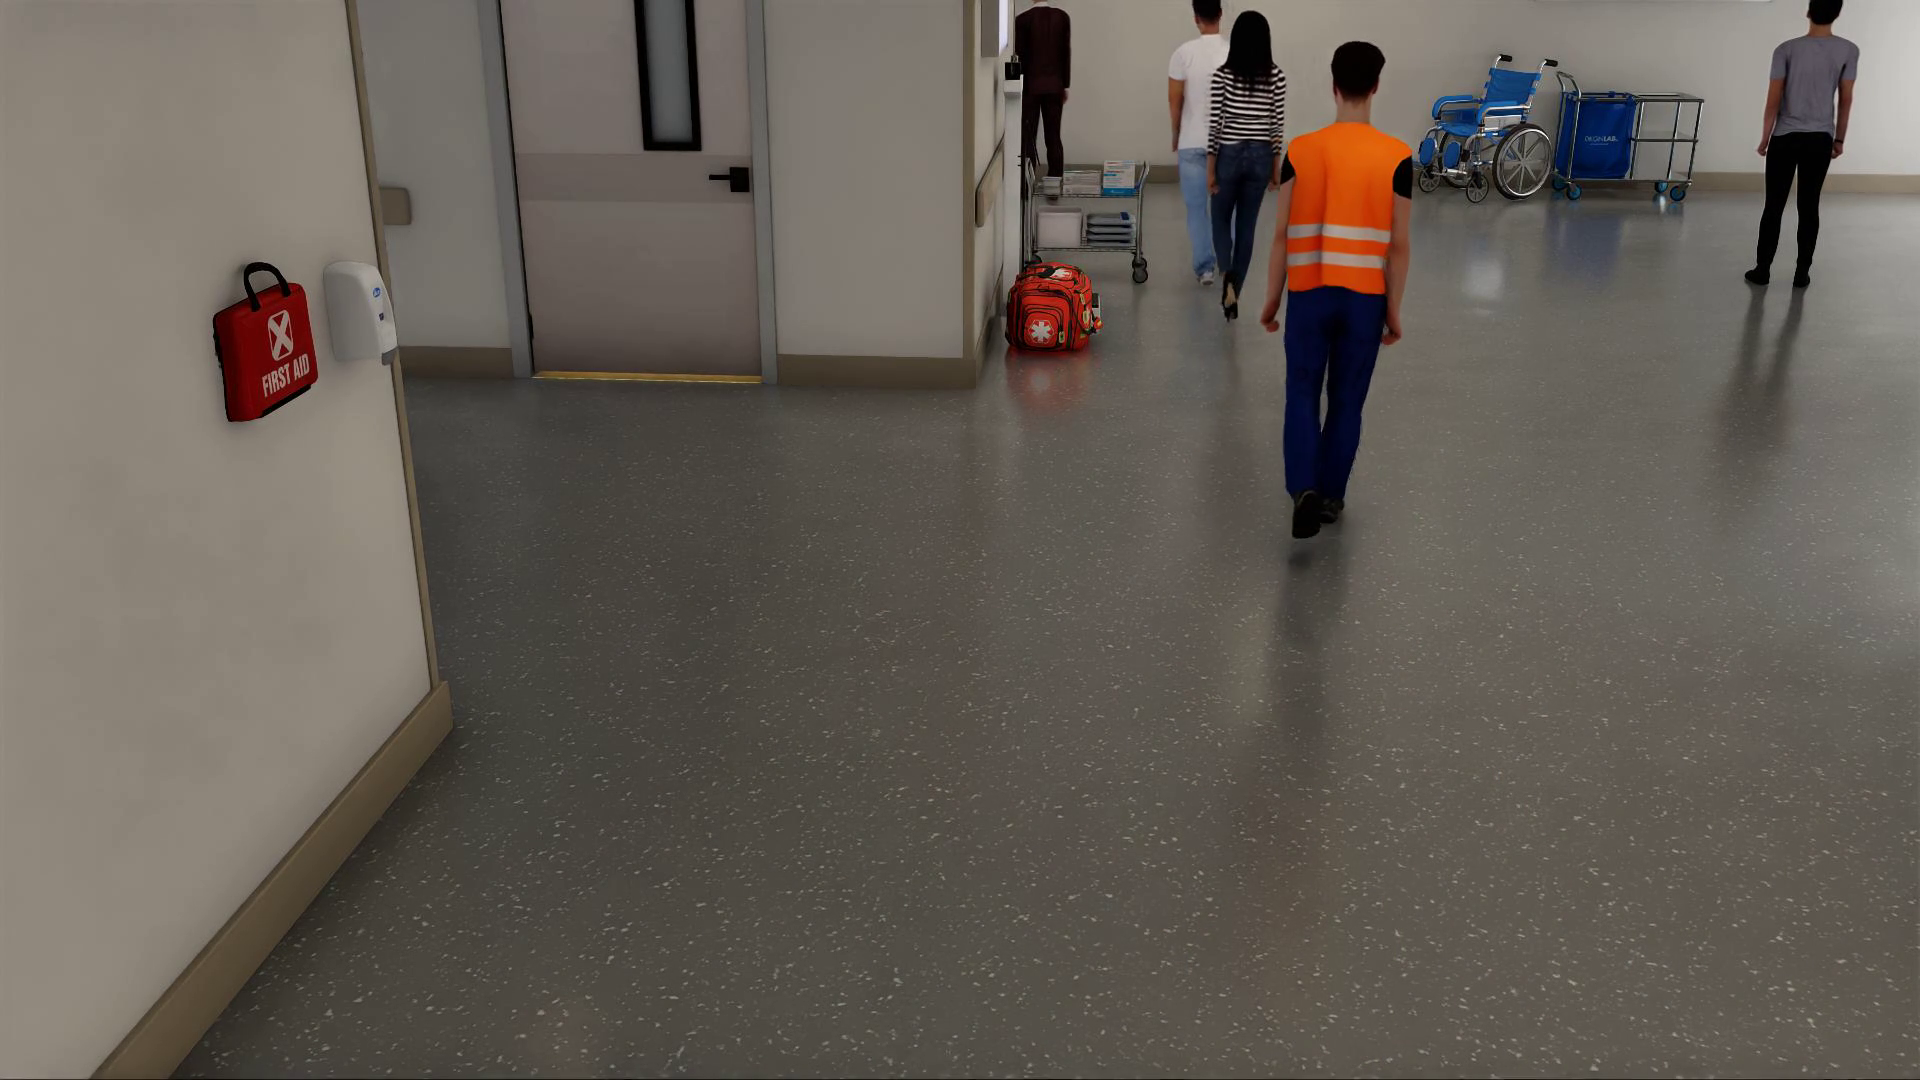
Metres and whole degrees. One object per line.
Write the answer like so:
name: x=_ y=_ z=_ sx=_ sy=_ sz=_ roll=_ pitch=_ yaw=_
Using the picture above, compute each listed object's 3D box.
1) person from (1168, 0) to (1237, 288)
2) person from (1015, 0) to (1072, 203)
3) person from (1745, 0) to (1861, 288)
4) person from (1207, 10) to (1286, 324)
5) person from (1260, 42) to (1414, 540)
person: x=1.595 y=-2.540 z=10.692 sx=0.762 sy=1.829 sz=0.972 roll=0 pitch=21 yaw=1
person: x=0.682 y=-3.809 z=13.993 sx=0.771 sy=1.865 sz=0.754 roll=-7 pitch=22 yaw=-18
person: x=5.453 y=-2.590 z=10.776 sx=0.709 sy=1.864 sz=0.627 roll=6 pitch=22 yaw=16
person: x=1.638 y=-2.107 z=9.597 sx=0.577 sy=1.780 sz=0.717 roll=2 pitch=21 yaw=4
person: x=1.410 y=-0.894 z=6.294 sx=0.800 sy=1.867 sz=1.033 roll=5 pitch=21 yaw=14
